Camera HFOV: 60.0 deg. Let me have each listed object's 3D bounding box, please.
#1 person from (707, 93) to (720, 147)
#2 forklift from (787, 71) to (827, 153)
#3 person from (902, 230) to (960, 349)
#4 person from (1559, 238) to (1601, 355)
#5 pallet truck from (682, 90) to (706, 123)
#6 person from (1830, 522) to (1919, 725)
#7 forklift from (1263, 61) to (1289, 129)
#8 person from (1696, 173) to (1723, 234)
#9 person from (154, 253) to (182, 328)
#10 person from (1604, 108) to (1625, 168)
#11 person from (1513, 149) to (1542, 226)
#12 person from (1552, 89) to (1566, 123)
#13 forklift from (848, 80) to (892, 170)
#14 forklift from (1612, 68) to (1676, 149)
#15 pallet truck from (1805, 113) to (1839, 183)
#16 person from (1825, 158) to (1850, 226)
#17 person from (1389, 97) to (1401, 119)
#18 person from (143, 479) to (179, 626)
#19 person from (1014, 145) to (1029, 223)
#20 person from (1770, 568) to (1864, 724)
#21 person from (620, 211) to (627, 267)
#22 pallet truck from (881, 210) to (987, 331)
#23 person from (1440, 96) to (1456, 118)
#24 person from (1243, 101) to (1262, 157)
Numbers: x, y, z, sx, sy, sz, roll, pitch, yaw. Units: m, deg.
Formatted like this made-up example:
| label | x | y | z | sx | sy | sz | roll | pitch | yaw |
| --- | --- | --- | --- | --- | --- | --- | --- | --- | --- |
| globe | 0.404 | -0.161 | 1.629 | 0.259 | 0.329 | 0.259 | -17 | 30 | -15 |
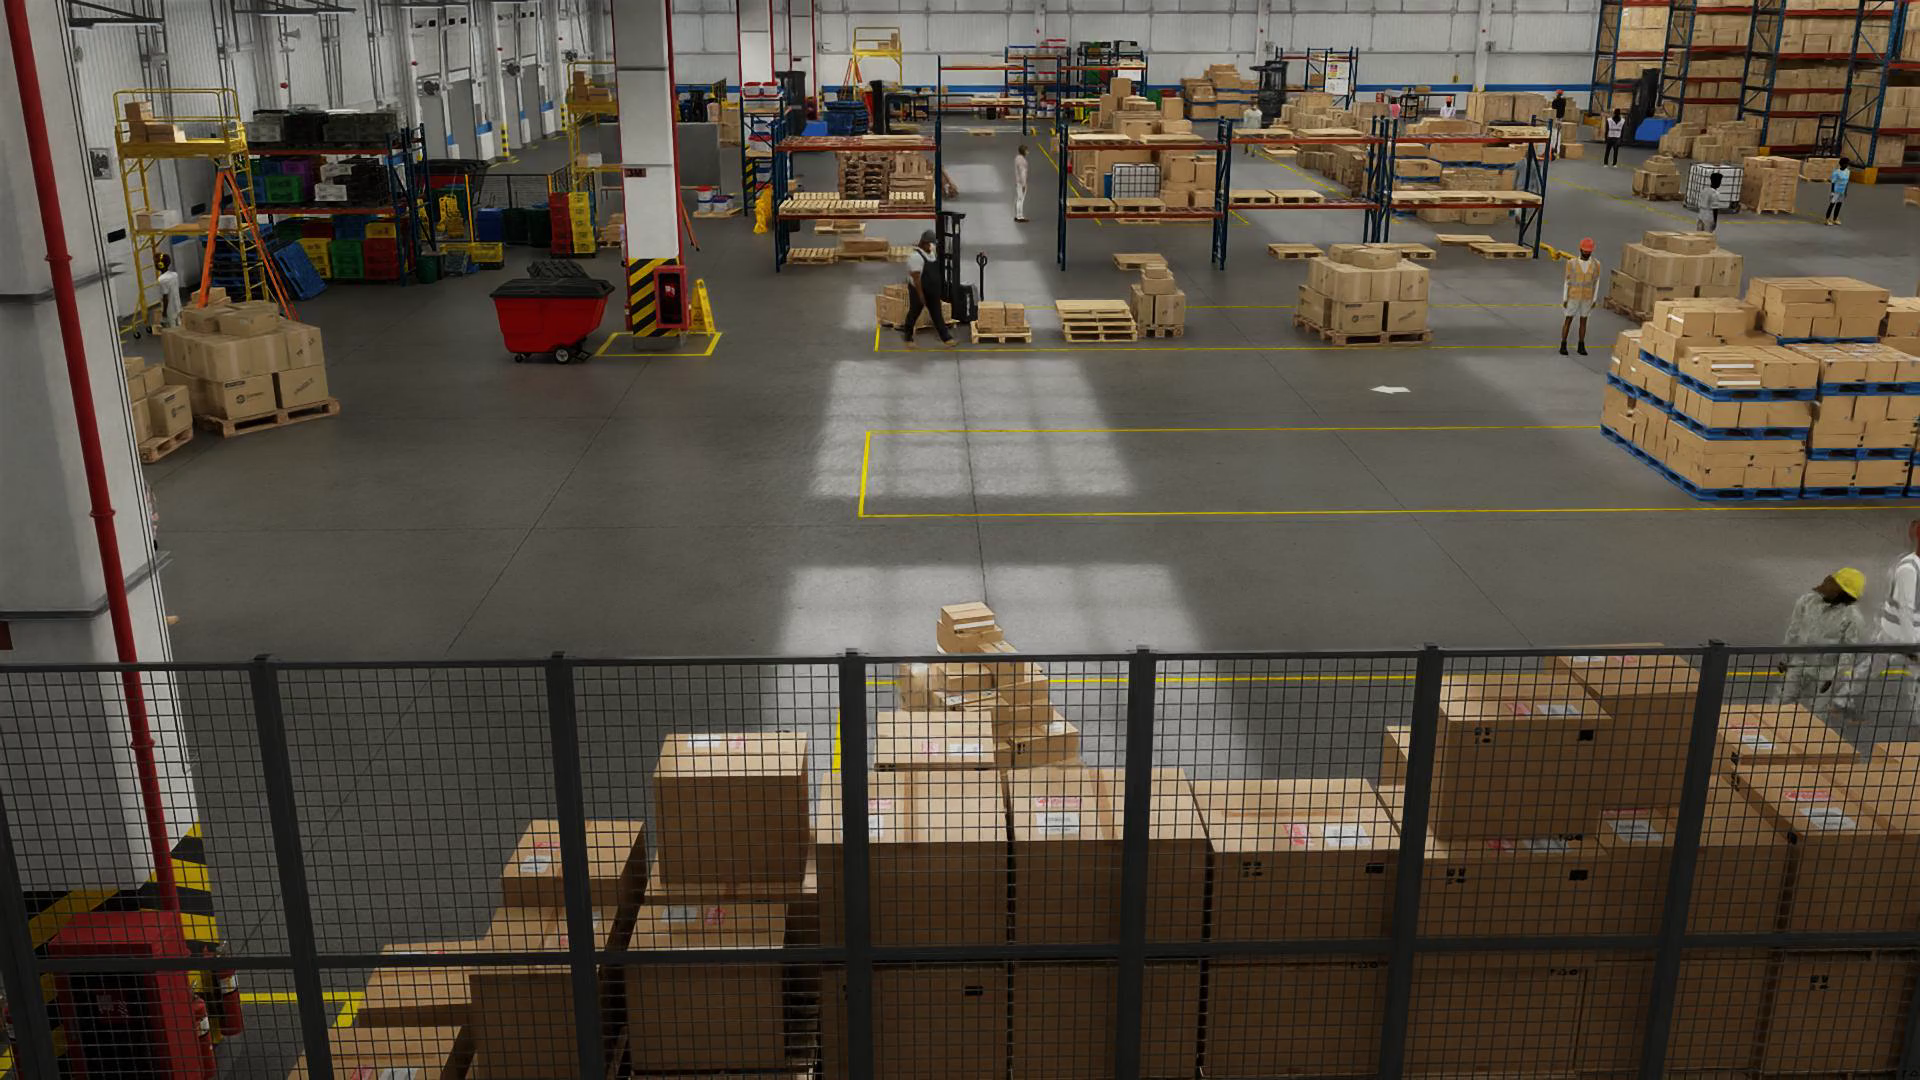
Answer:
| label | x | y | z | sx | sy | sz | roll | pitch | yaw |
| --- | --- | --- | --- | --- | --- | --- | --- | --- | --- |
| person | -9.049 | -15.364 | 60.917 | 0.371 | 1.925 | 0.595 | 14 | 23 | 35 |
| forklift | -5.727 | -15.109 | 58.692 | 1.873 | 2.768 | 1.129 | -10 | 21 | -26 |
| person | -0.531 | -4.140 | 27.446 | 1.030 | 2.000 | 0.702 | 14 | 23 | 36 |
| person | 10.110 | -3.960 | 27.094 | 0.542 | 1.928 | 0.400 | 2 | 19 | 6 |
| pallet truck | -9.671 | -15.907 | 62.421 | 0.823 | 1.965 | 1.885 | 5 | 19 | 15 |
| person | 7.623 | 0.719 | 13.375 | 0.586 | 1.832 | 1.009 | -14 | 23 | -36 |
| forklift | 12.521 | -17.614 | 66.124 | 1.873 | 2.768 | 1.129 | -16 | 25 | -40 |
| person | 16.133 | -6.929 | 35.863 | 0.382 | 1.955 | 0.606 | -3 | 19 | -8 |
| person | -12.315 | -3.544 | 25.934 | 0.325 | 1.876 | 0.524 | 0 | 19 | 0 |
| person | 21.324 | -13.104 | 54.246 | 0.593 | 1.910 | 0.383 | 2 | 19 | 7 |
| person | 14.059 | -8.756 | 41.324 | 0.639 | 1.924 | 0.547 | 11 | 21 | 29 |
| person | 22.364 | -15.862 | 62.291 | 0.622 | 1.993 | 0.383 | -8 | 20 | -22 |
| forklift | -2.644 | -13.227 | 53.109 | 1.873 | 2.768 | 1.129 | -1 | 19 | -1 |
| forklift | 25.004 | -15.715 | 60.490 | 1.873 | 2.768 | 1.129 | 17 | 25 | 41 |
| pallet truck | 26.403 | -11.957 | 50.702 | 0.823 | 1.965 | 1.885 | 6 | 19 | 16 |
| person | 21.909 | -8.687 | 41.478 | 0.530 | 1.689 | 0.322 | -7 | 20 | -21 |
| person | 15.670 | -15.142 | 60.394 | 0.625 | 1.844 | 0.429 | -8 | 20 | -23 |
| person | -7.769 | -0.062 | 15.665 | 0.622 | 1.839 | 0.429 | 12 | 22 | 31 |
| person | 1.546 | -9.012 | 42.056 | 0.353 | 1.937 | 0.635 | -4 | 19 | -11 |
| person | 6.518 | 0.984 | 12.795 | 0.350 | 1.685 | 0.619 | -16 | 24 | -39 |
| person | -6.100 | -5.339 | 31.174 | 0.594 | 1.928 | 0.364 | -17 | 25 | -40 |
| pallet truck | -0.493 | -4.759 | 29.349 | 1.885 | 1.965 | 0.823 | -13 | 23 | -34 |
| person | 17.356 | -14.824 | 59.294 | 0.545 | 1.942 | 0.354 | 7 | 20 | 20 |
| person | 10.134 | -14.280 | 57.725 | 0.636 | 1.915 | 0.644 | -1 | 19 | -4 |
